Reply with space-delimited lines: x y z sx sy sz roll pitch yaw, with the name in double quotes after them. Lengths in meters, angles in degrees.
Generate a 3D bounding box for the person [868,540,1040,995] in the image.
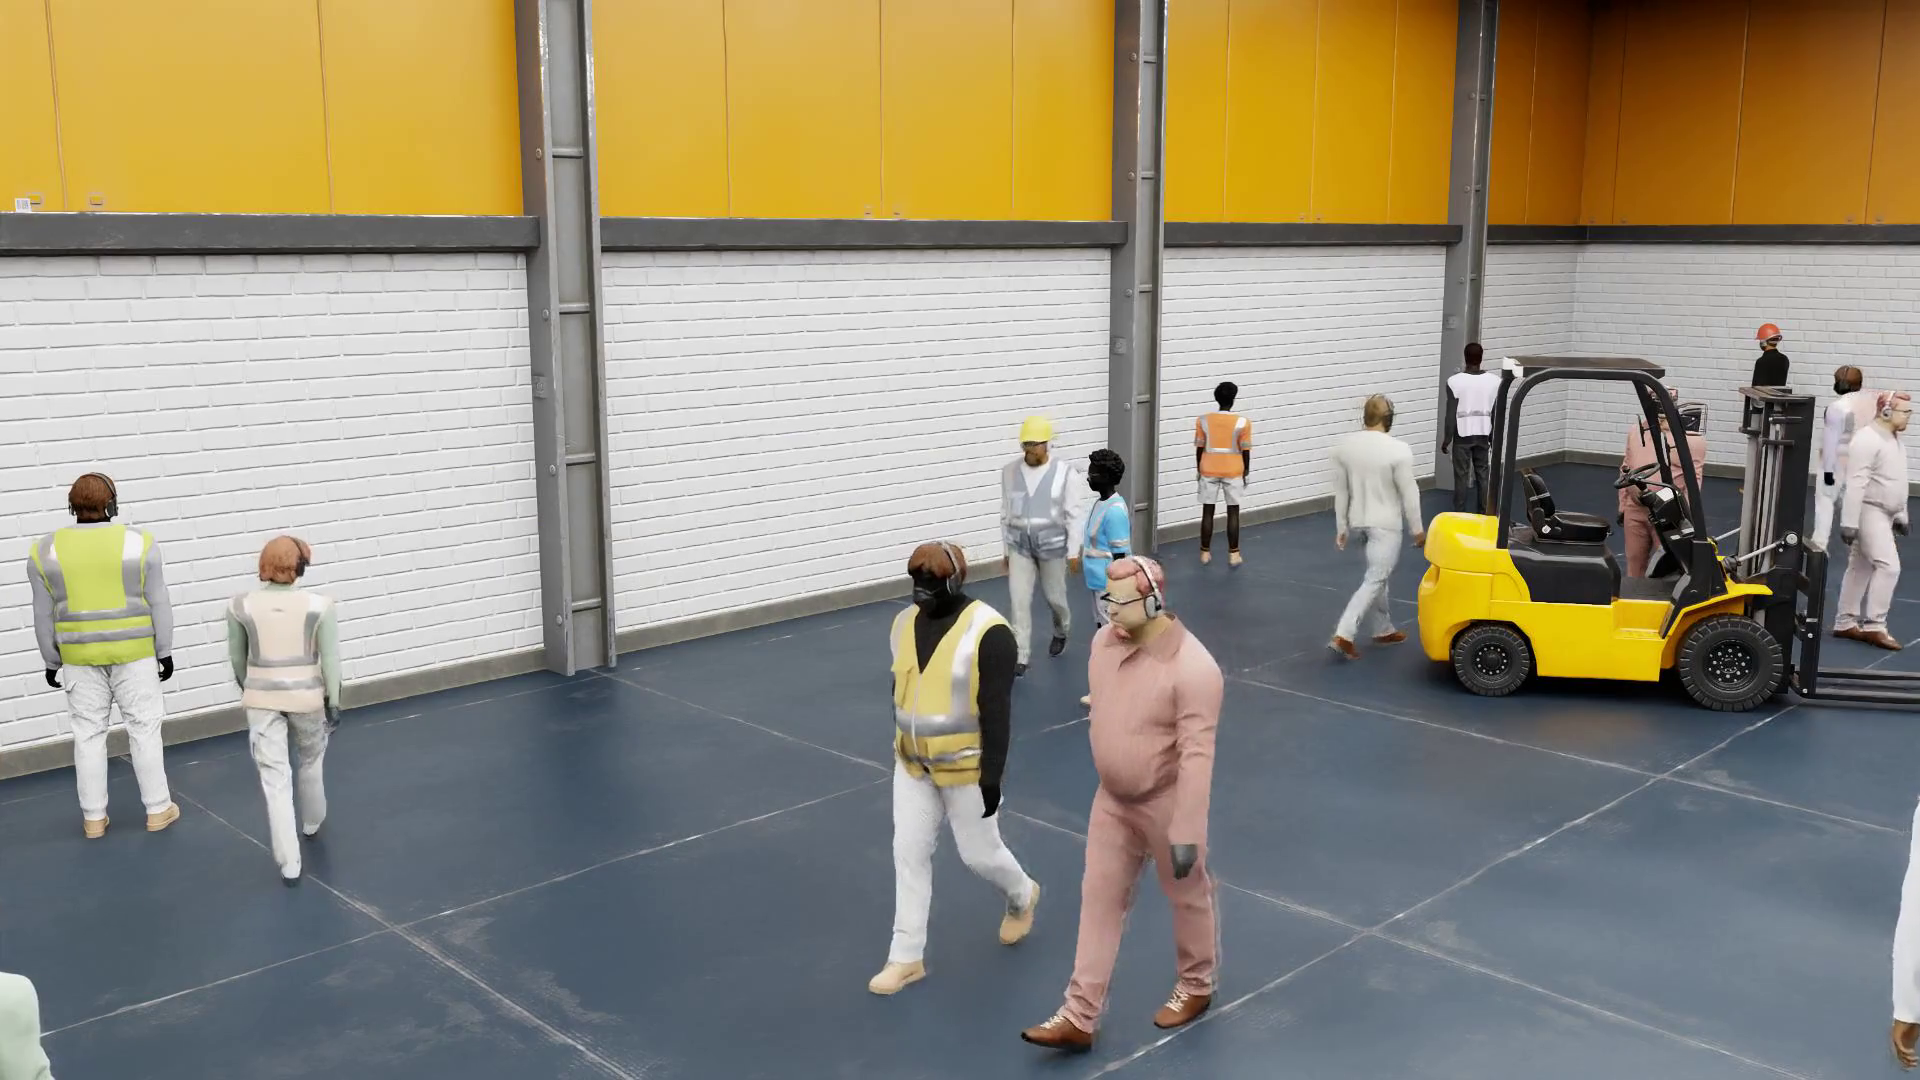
-0.015 0.884 6.750 0.631 1.816 0.830 8 13 37 "person"

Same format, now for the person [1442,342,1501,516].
5.248 -1.060 17.061 0.591 1.916 0.383 -1 10 -6 "person"

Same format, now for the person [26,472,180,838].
-4.271 0.576 8.346 0.621 1.845 0.429 -3 11 -17 "person"

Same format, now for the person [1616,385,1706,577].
5.230 -0.222 12.536 0.409 1.903 0.638 -7 13 -35 "person"

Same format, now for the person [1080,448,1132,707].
0.918 0.273 10.393 0.318 1.695 0.539 -1 10 -6 "person"

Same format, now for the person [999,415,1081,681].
0.569 0.019 11.511 0.597 1.807 0.829 3 11 18 "person"

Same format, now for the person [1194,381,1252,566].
2.397 -0.604 15.200 0.542 1.692 0.319 4 11 19 "person"

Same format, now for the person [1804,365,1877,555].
8.234 -0.705 15.390 0.632 1.821 0.737 -4 11 -21 "person"

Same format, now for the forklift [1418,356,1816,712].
4.276 -0.101 11.076 2.313 2.155 1.214 2 11 13 "forklift"

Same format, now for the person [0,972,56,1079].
-2.324 1.500 3.881 0.501 1.631 0.285 1 10 7 "person"

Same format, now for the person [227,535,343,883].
-3.211 0.766 7.966 0.506 1.589 0.852 -3 11 -18 "person"

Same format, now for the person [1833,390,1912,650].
6.788 -0.146 12.151 0.682 1.881 0.683 -10 14 -44 "person"

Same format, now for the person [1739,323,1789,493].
9.372 -1.519 19.358 0.623 1.990 0.390 -8 13 -37 "person"

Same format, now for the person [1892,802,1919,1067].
2.907 1.277 4.549 0.999 1.829 0.577 -9 14 -41 "person"

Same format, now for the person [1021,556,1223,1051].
0.647 0.978 6.122 0.938 1.853 0.671 -9 14 -40 "person"

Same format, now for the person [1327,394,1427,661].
2.944 -0.098 11.876 0.945 1.900 0.637 -7 12 -33 "person"
